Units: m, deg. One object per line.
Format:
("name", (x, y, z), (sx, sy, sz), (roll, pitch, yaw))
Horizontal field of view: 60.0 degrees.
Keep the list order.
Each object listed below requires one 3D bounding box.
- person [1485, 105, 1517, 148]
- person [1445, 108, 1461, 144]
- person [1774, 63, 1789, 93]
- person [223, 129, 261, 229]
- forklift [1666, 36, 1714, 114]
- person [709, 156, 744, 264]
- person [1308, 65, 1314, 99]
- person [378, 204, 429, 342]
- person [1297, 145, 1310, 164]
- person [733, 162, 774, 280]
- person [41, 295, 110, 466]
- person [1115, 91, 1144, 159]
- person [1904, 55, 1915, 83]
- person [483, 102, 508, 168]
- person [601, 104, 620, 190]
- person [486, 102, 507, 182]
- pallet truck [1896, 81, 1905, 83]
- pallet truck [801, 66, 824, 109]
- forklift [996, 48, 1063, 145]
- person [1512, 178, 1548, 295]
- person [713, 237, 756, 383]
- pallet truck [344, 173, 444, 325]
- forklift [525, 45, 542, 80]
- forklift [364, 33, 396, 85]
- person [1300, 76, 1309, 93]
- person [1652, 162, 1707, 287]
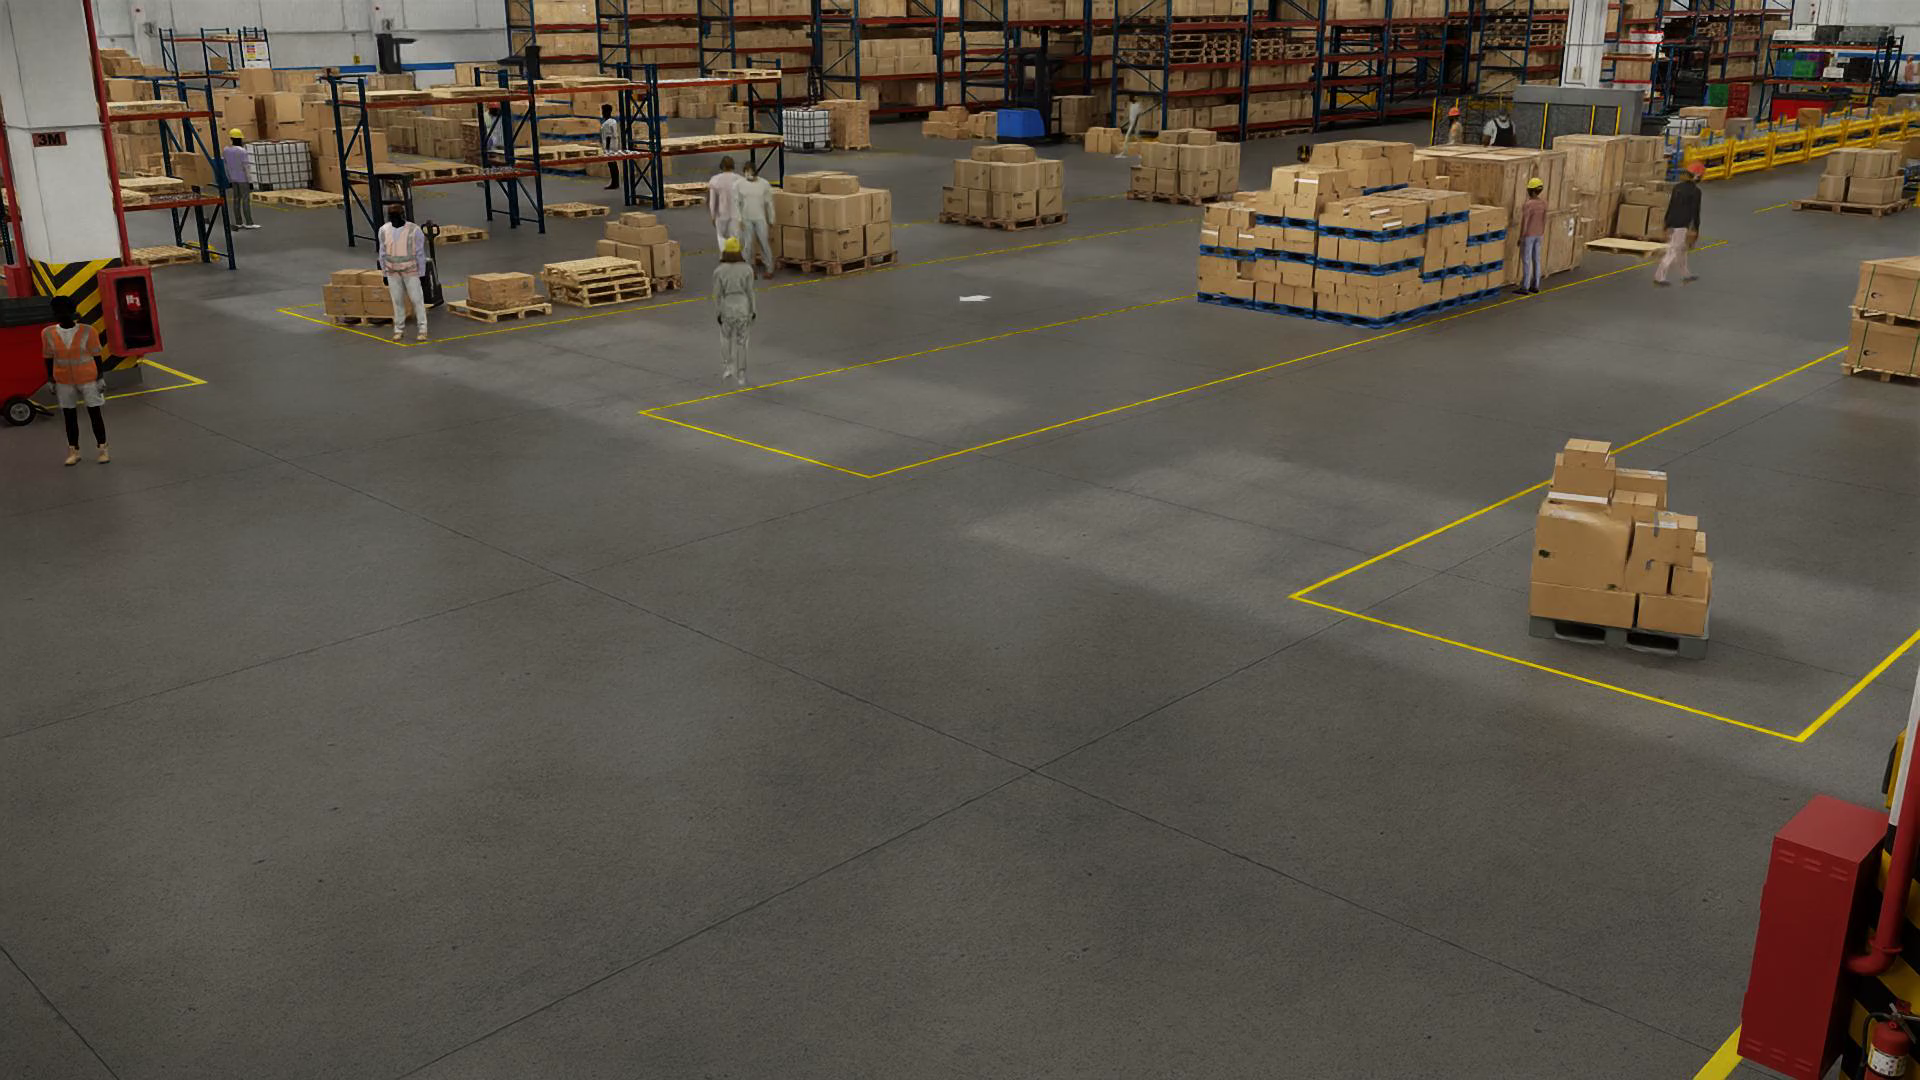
("person", (12.346, -8.900, 37.907), (0.695, 2.000, 0.590), (-6, 19, -18))
("person", (11.305, -8.950, 38.268), (0.413, 1.923, 0.551), (8, 20, 22))
("person", (33.081, -18.426, 66.850), (0.718, 1.898, 0.362), (-4, 19, -13))
("person", (-14.082, -7.065, 32.558), (0.594, 1.924, 0.384), (7, 20, 21))
("forklift", (27.341, -17.291, 61.877), (1.129, 2.768, 1.873), (17, 25, 41))
("person", (-3.815, -5.368, 27.460), (0.648, 1.911, 0.737), (-5, 19, -14))
("person", (13.049, -16.569, 61.337), (0.429, 1.838, 0.621), (7, 19, 19))
("person", (-7.403, -3.550, 22.124), (0.621, 1.834, 0.430), (1, 18, 4))
("person", (6.302, -6.219, 30.151), (0.788, 1.847, 0.514), (2, 19, 7))
("person", (-3.307, -5.133, 26.798), (0.632, 1.904, 0.511), (-1, 18, -2))
("person", (-8.684, -1.567, 16.351), (0.538, 1.695, 0.319), (-5, 19, -14))
("person", (4.814, -11.468, 45.996), (0.971, 1.823, 0.540), (-7, 20, -21))
("person", (38.369, -18.545, 67.129), (0.682, 1.944, 0.702), (-14, 23, -37))
("person", (-11.558, -9.994, 41.397), (0.600, 1.916, 0.377), (-1, 18, -3))
("person", (-8.174, -9.176, 38.855), (0.361, 1.964, 0.613), (2, 18, 5))
("person", (-11.264, -9.669, 40.418), (0.451, 1.916, 0.566), (-2, 18, -7))
("pallet truck", (34.802, -16.331, 61.455), (0.653, 1.274, 1.630), (17, 25, 41))
("pallet truck", (-4.812, -15.182, 56.903), (0.823, 1.965, 1.885), (-9, 21, -26))
("forklift", (2.071, -13.219, 49.609), (1.129, 2.768, 1.873), (17, 25, 41))
("person", (8.779, -4.674, 25.607), (0.533, 1.767, 0.327), (-11, 21, -30))
("person", (-2.675, -2.732, 19.809), (0.492, 1.729, 0.423), (-3, 19, -8))
("pallet truck", (-8.209, -4.181, 23.757), (0.823, 1.965, 1.885), (3, 19, 9))
("forklift", (-13.266, -14.020, 52.021), (1.873, 2.768, 1.129), (-2, 18, -6))
("forklift", (-22.639, -18.555, 65.685), (1.873, 2.768, 1.129), (-14, 23, -37))
("person", (14.318, -19.191, 69.587), (0.502, 1.609, 0.727), (-4, 19, -12))
("person", (11.417, -4.946, 26.143), (0.973, 1.940, 0.631), (-3, 19, -9))
